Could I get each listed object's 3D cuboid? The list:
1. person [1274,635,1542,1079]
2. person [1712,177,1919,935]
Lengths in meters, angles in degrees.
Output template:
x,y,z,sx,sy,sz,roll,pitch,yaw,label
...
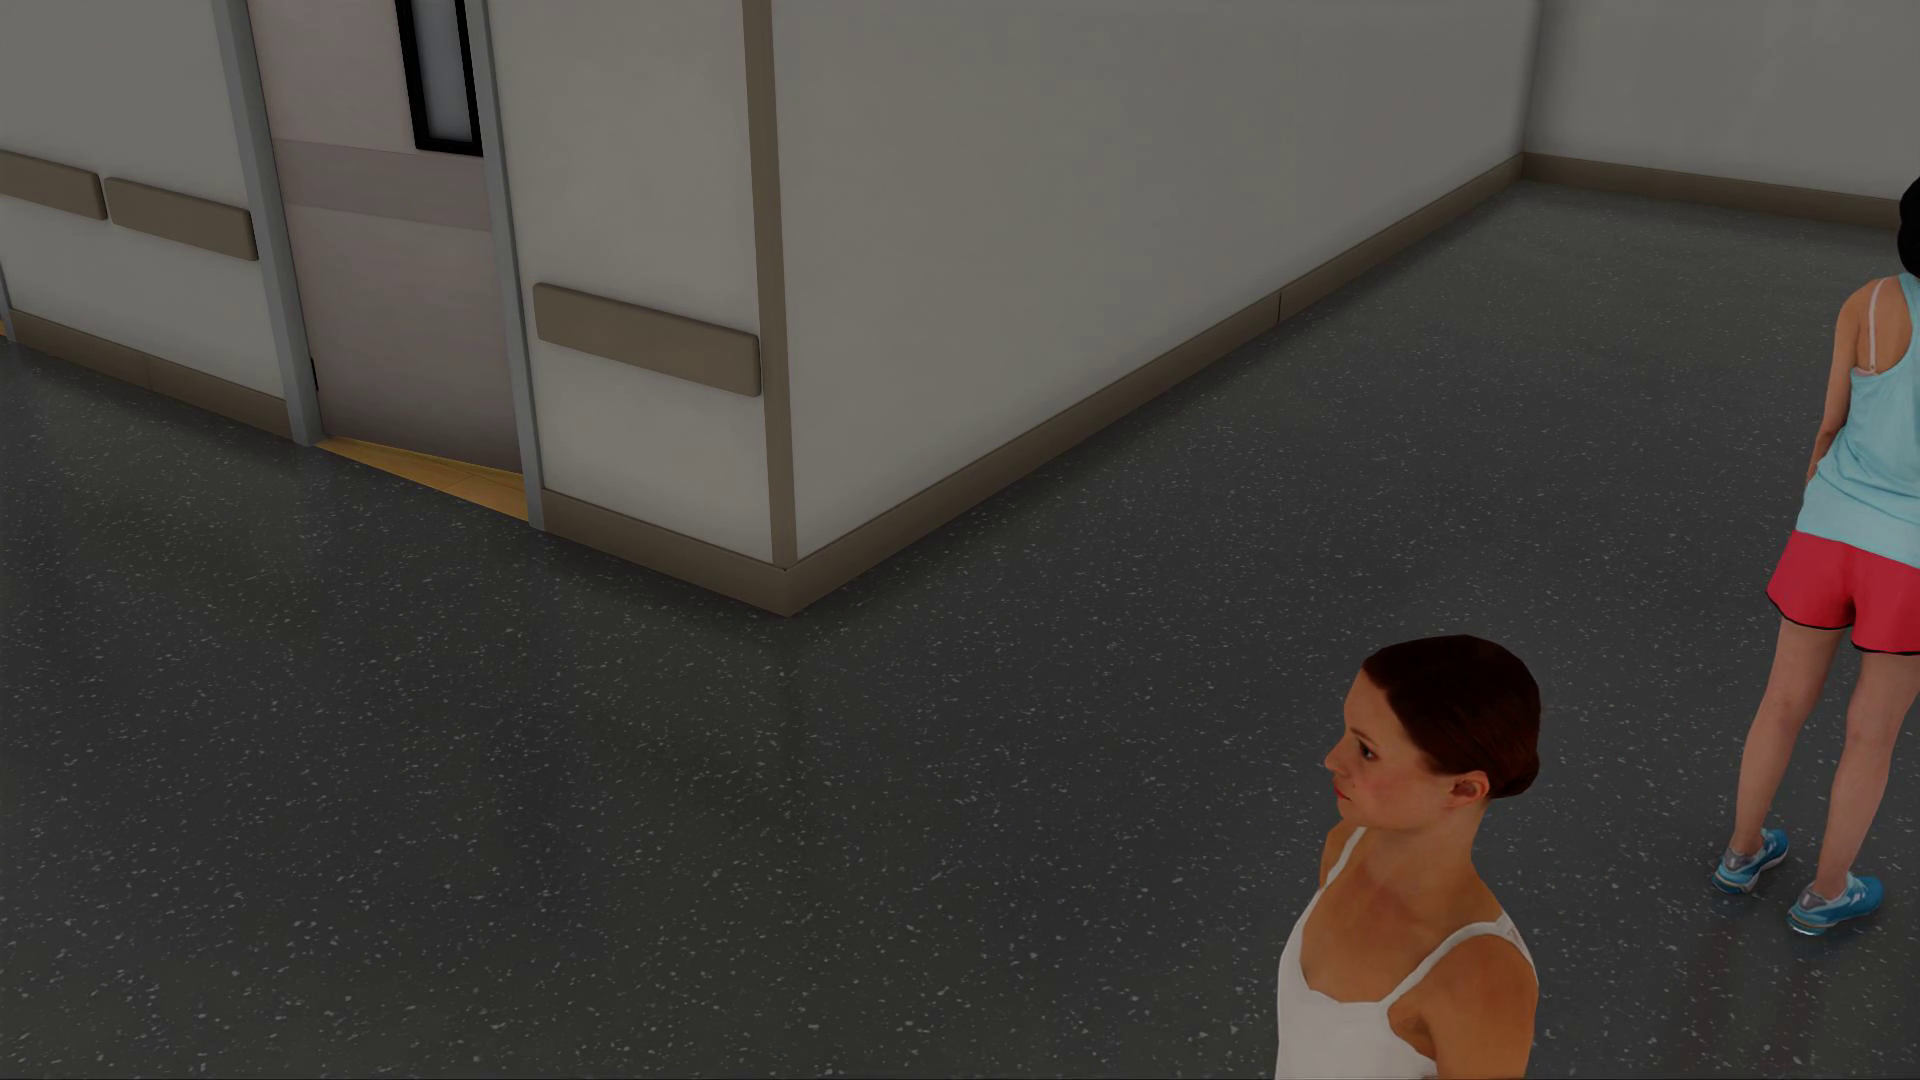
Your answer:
x,y,z,sx,sy,sz,roll,pitch,yaw,label
0.494,0.841,2.030,0.660,1.644,0.613,-6,26,-12,person
1.965,0.039,3.555,0.641,1.764,0.633,-18,31,-33,person
